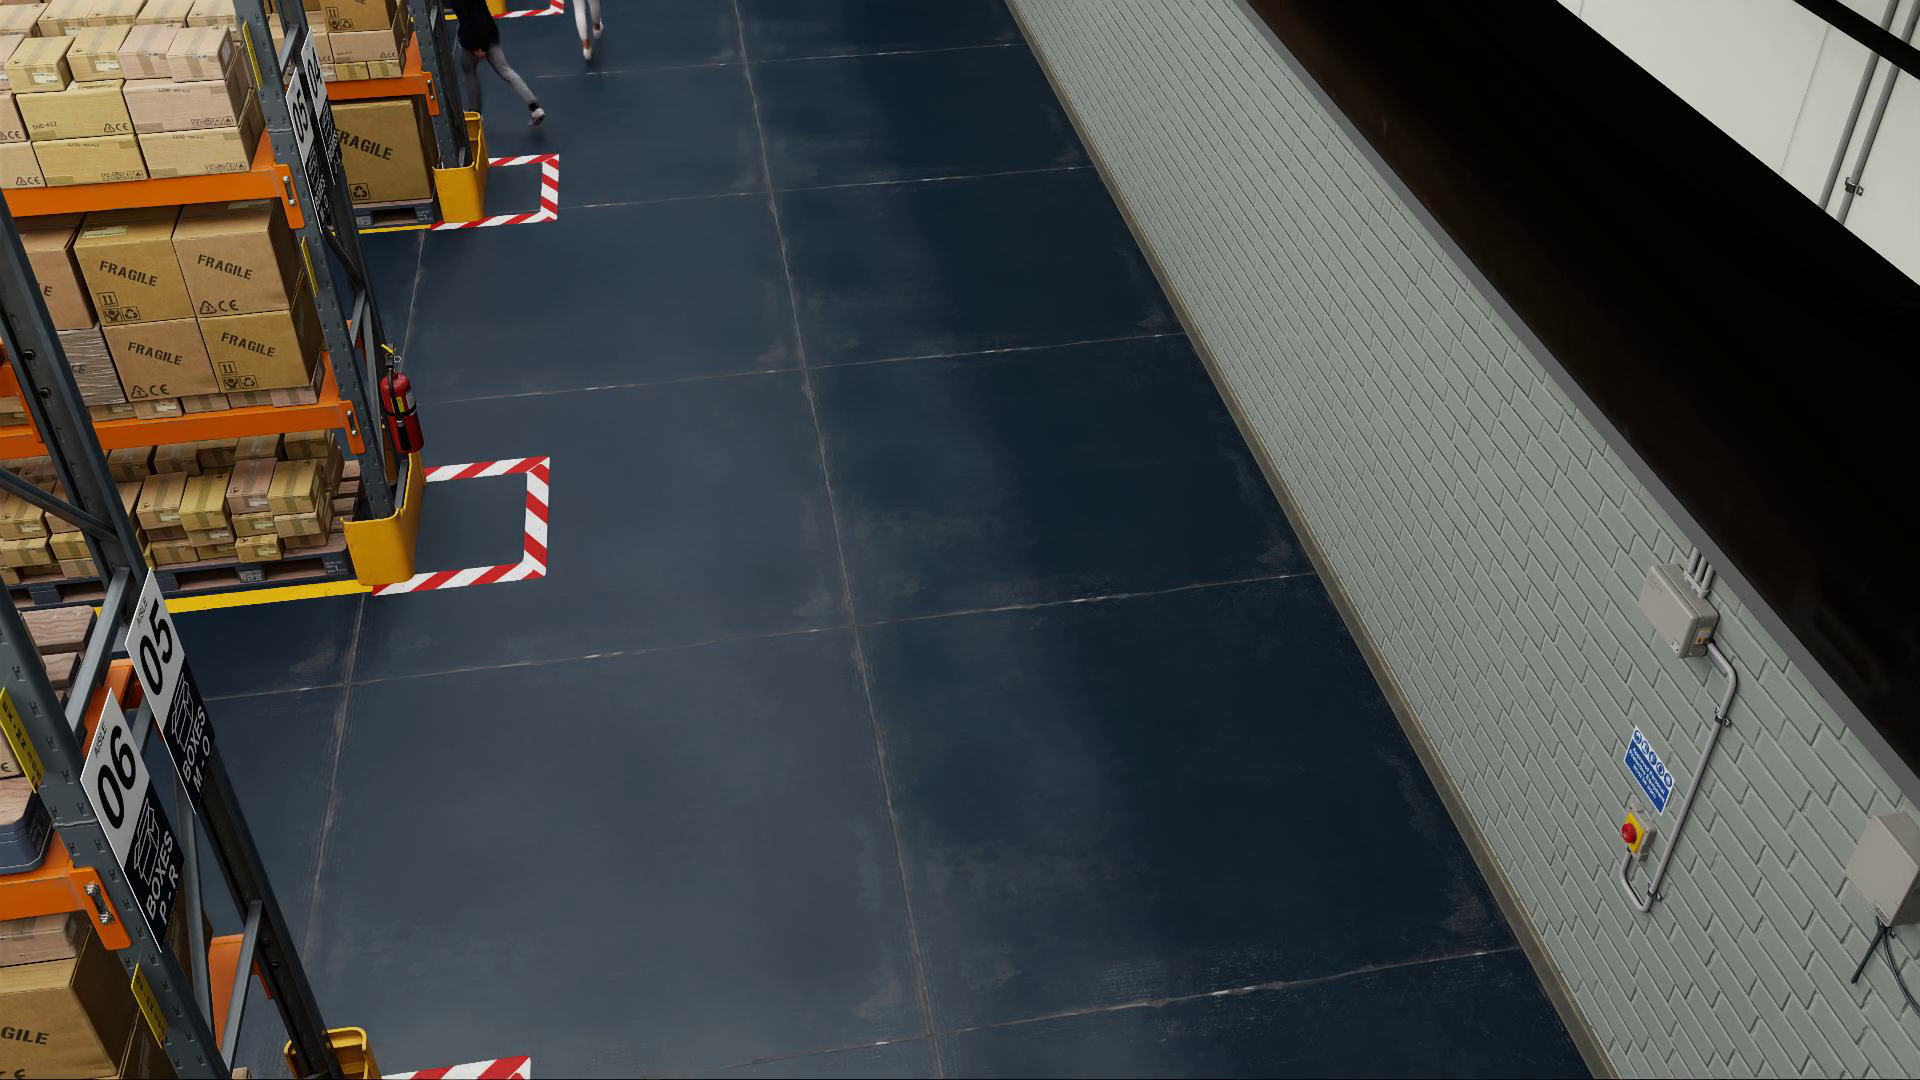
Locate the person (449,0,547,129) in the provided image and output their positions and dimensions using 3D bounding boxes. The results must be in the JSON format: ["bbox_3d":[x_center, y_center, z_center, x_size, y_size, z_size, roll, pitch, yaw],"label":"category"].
[{"bbox_3d":[-4.341,-4.654,15.269,1.343,1.917,1.051,10,39,13],"label":"person"}]
